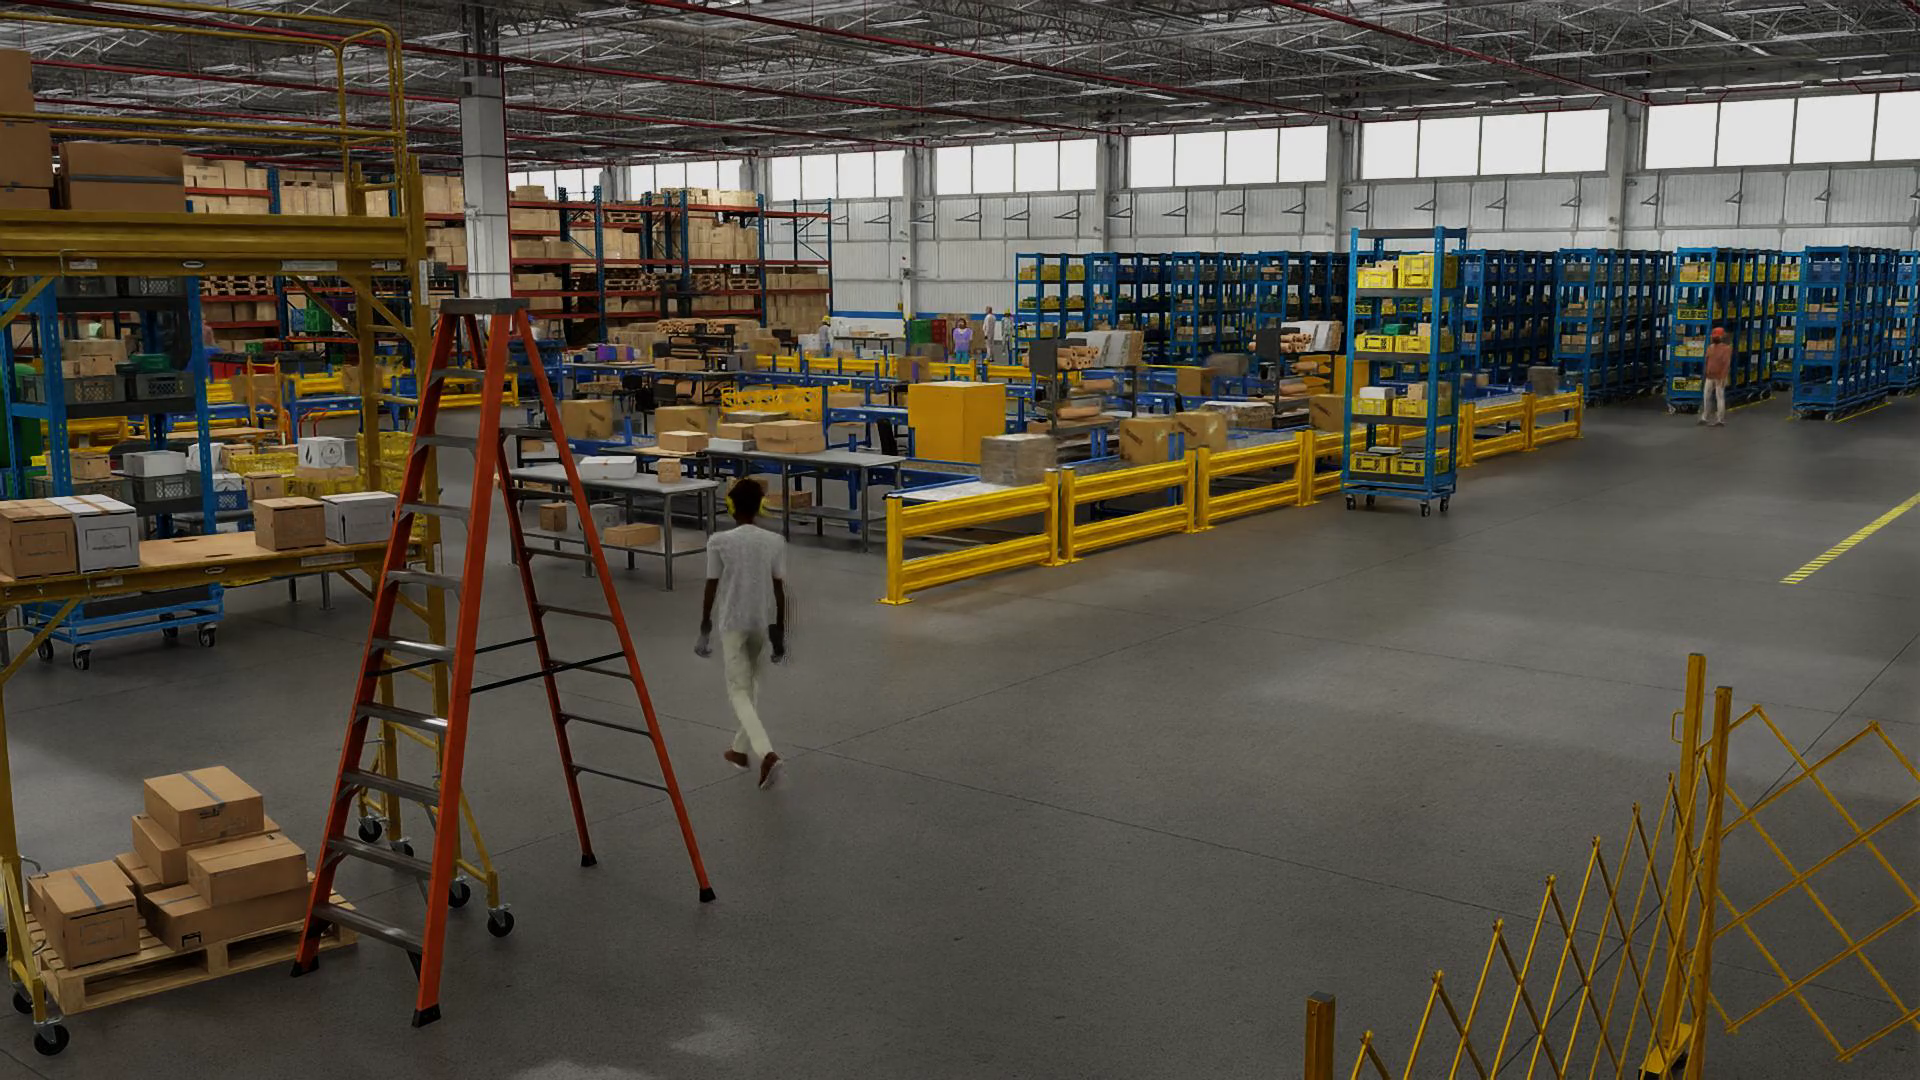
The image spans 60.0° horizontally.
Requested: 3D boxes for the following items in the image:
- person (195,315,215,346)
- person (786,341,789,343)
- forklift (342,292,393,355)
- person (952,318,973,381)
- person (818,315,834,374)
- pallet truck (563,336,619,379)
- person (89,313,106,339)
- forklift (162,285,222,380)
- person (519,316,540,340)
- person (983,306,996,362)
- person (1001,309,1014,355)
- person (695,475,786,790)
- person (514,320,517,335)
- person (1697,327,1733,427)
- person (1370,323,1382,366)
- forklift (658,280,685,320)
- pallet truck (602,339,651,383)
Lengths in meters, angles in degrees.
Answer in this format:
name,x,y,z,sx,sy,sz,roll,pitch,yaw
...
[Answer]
name,x,y,z,sx,sy,sz,roll,pitch,yaw
person,-21.080,-5.319,46.308,0.666,1.912,0.401,-1,9,-4
person,-7.160,-9.125,70.581,0.778,1.721,0.570,7,11,36
forklift,-16.485,-5.622,45.120,1.129,2.768,1.873,7,11,37
person,0.068,-5.089,45.012,0.565,1.846,0.388,3,9,16
person,-3.821,-5.547,47.902,0.403,1.837,0.586,-9,12,-43
pallet truck,-10.690,-5.294,48.215,1.601,1.201,0.680,-5,10,-26
person,-26.059,-5.928,50.280,0.604,1.827,0.454,5,11,30
forklift,-20.457,-5.367,43.530,1.129,2.768,1.873,7,11,37
person,-11.642,-5.101,44.923,0.645,1.893,0.993,-7,11,-37
person,0.987,-7.078,57.235,0.407,1.906,0.655,4,10,22
person,1.772,-7.726,61.824,0.485,1.734,0.346,-2,9,-10
person,-1.263,0.540,9.909,0.523,1.843,0.875,-6,11,-34
person,-16.098,-7.467,59.663,0.409,1.910,0.640,-4,10,-24
person,14.959,-3.224,32.909,0.386,1.993,0.614,-5,10,-28
person,10.554,-4.719,42.836,0.650,1.809,0.570,4,10,21
forklift,-9.587,-7.267,55.387,1.873,2.768,1.129,7,11,37
pallet truck,-8.991,-4.871,45.351,0.653,1.274,1.630,7,11,37
